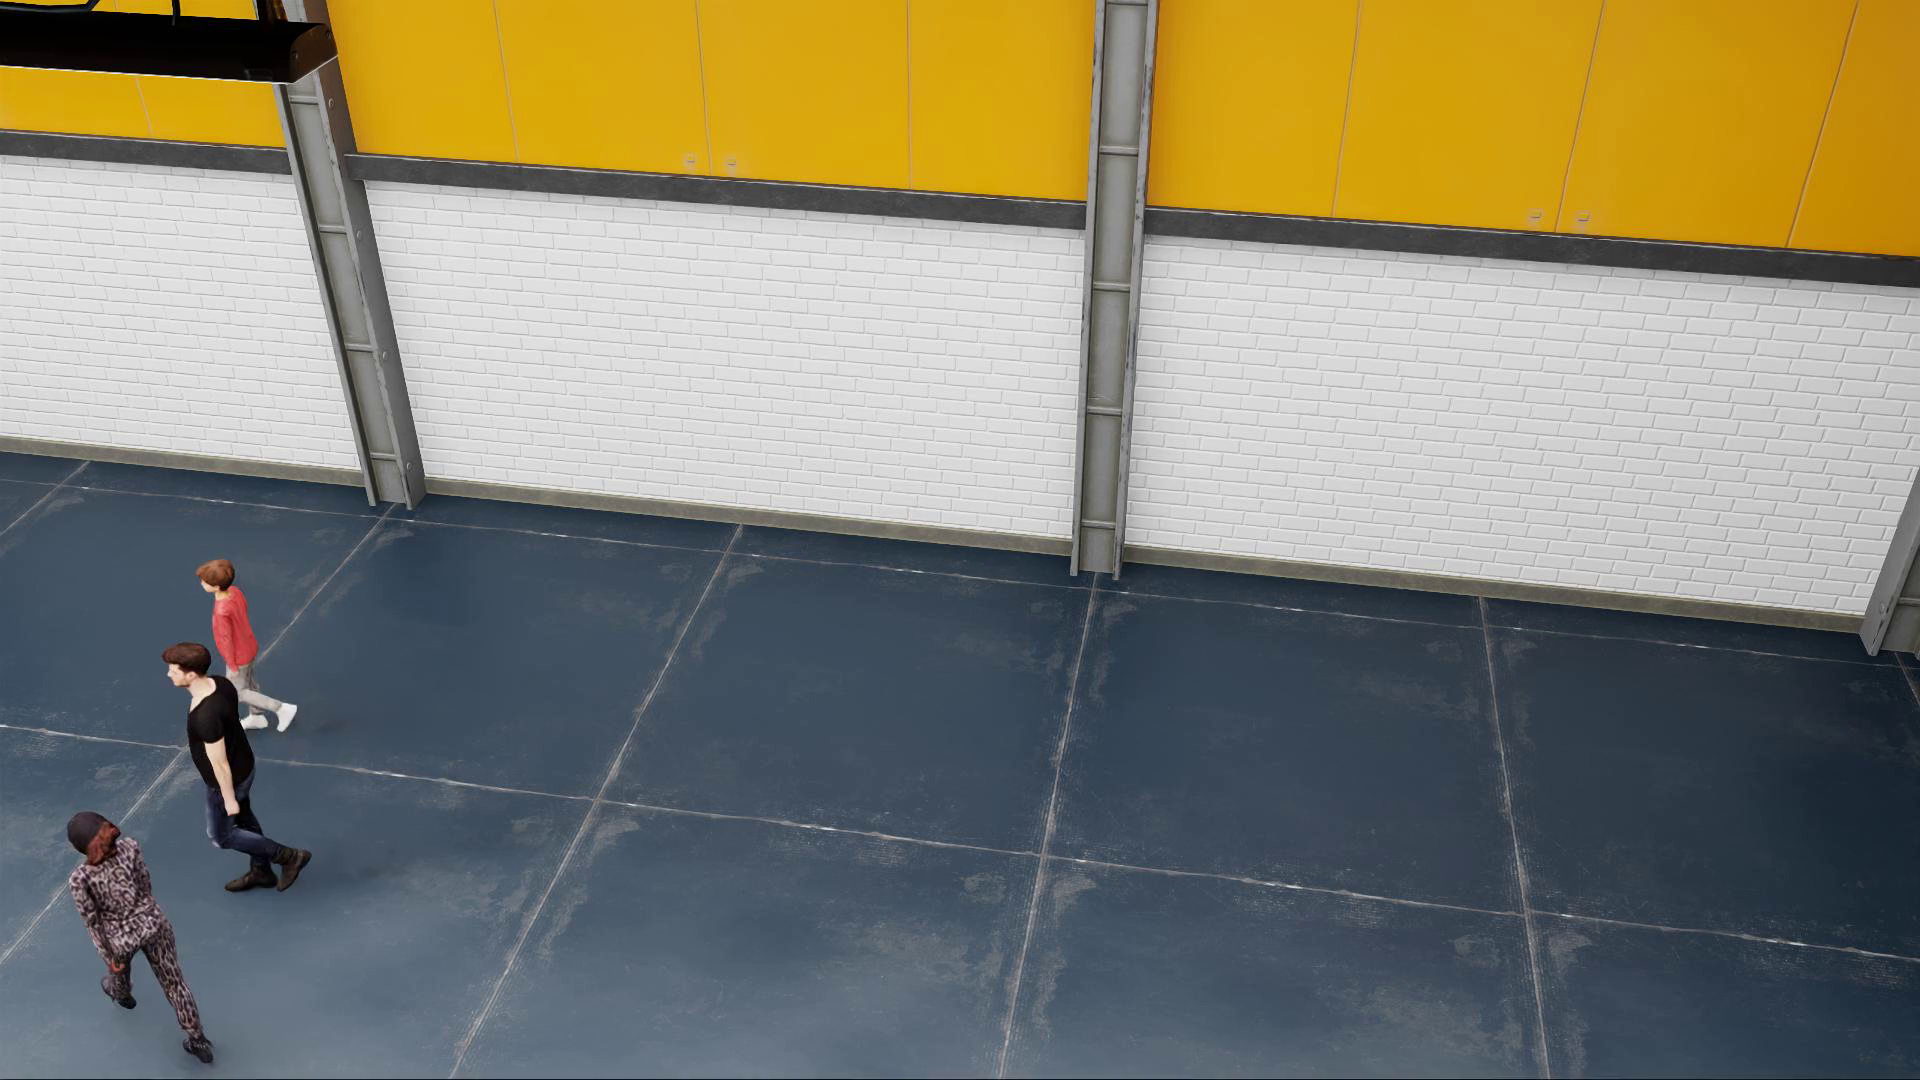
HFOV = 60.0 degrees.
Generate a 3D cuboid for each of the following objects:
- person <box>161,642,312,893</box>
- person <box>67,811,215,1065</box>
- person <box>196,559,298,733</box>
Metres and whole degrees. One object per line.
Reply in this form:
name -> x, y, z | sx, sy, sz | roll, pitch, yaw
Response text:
person -> -4.277, 1.378, 9.925 | 0.931, 1.884, 0.850 | -9, 35, -13
person -> -4.381, 2.165, 8.940 | 1.210, 1.663, 0.962 | 24, 41, 32
person -> -4.838, 0.740, 11.319 | 0.779, 1.403, 0.619 | -2, 34, -4
